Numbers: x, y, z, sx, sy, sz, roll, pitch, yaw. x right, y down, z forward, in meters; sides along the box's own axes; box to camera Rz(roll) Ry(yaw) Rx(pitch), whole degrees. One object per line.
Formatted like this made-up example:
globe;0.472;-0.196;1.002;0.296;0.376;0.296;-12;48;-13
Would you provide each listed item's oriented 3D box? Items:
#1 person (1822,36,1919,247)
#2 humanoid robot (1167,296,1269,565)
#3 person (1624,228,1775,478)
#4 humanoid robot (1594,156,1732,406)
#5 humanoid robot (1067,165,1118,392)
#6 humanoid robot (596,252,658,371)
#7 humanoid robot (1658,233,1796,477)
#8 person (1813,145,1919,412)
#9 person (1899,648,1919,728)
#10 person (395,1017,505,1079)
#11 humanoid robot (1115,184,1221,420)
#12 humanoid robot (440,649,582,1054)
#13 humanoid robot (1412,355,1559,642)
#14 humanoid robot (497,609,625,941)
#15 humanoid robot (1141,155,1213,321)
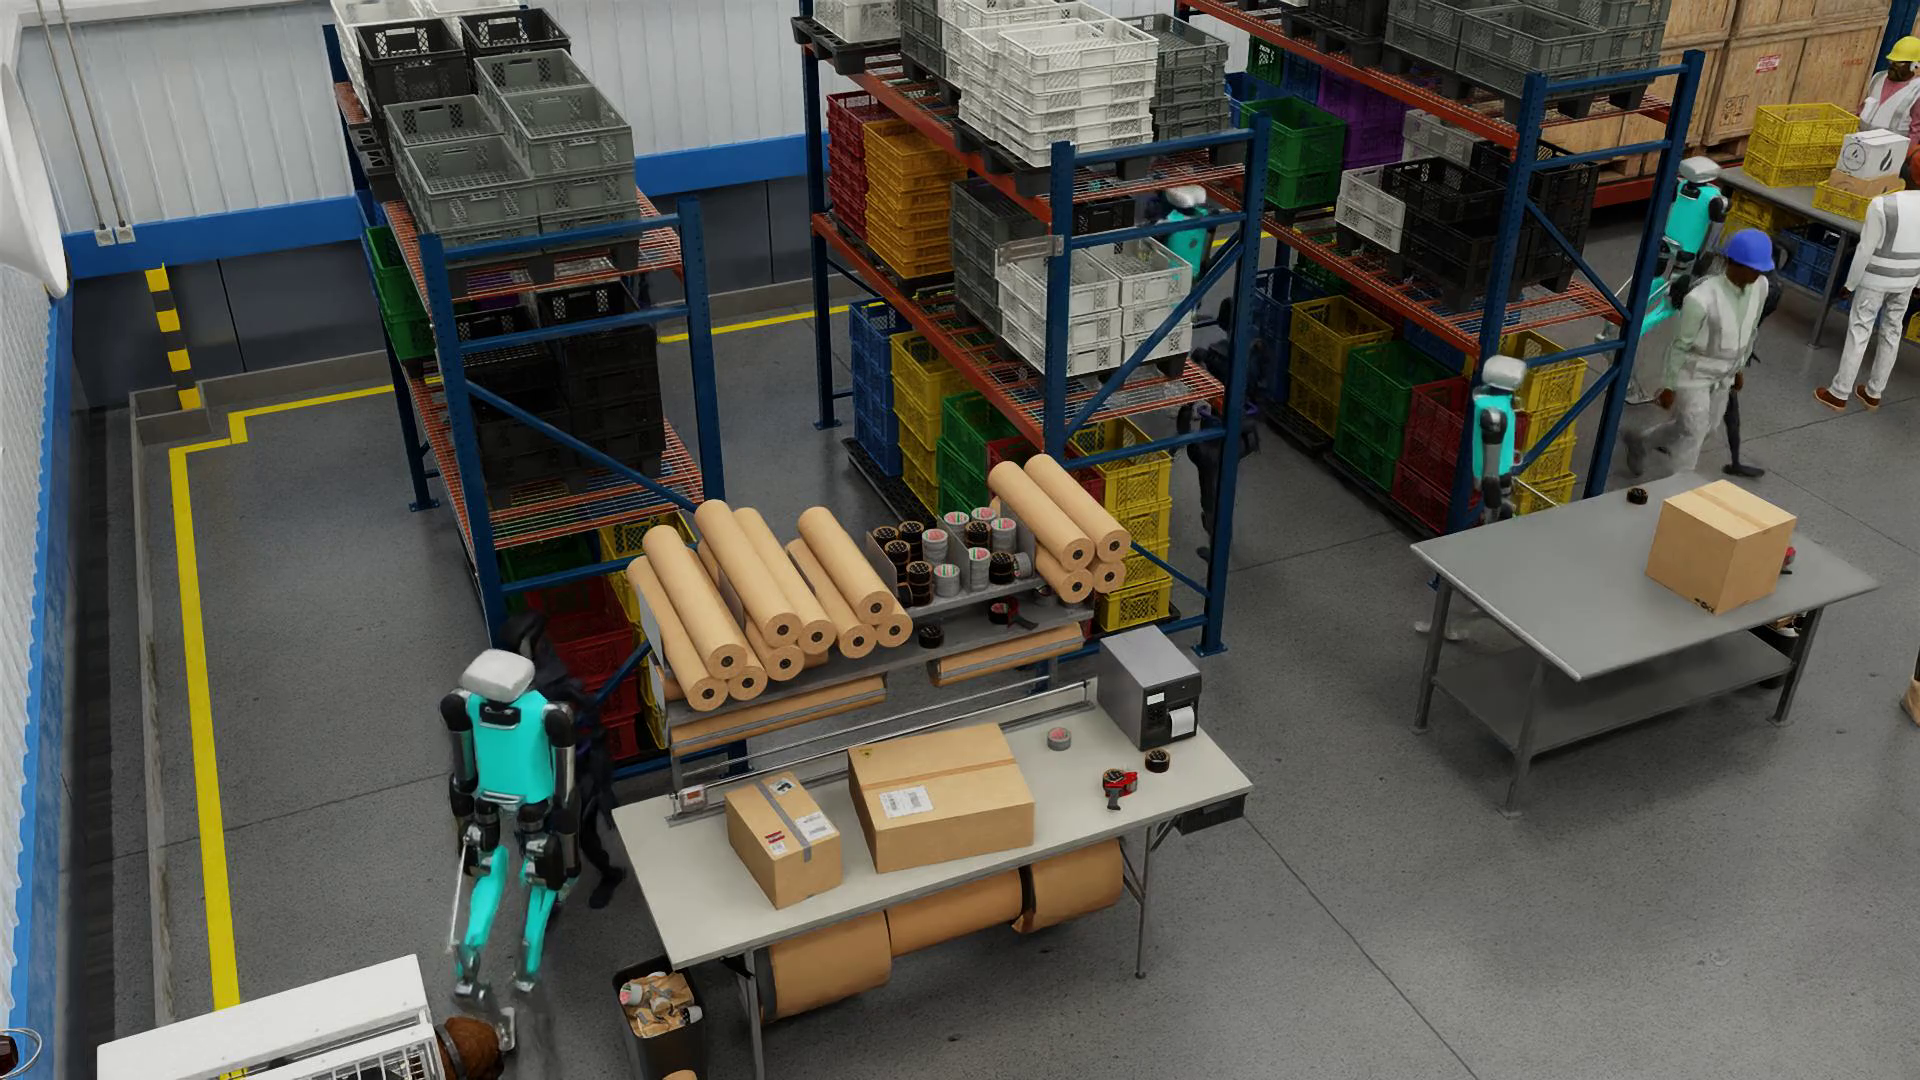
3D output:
person;7.573;-3.228;13.720;0.404;1.833;0.589;-14;34;-21
humanoid robot;1.493;-0.641;9.673;0.592;1.649;0.496;-13;34;-20
person;4.450;-1.046;10.095;0.614;1.921;0.736;-16;35;-24
humanoid robot;4.671;-1.729;11.280;0.737;1.694;0.535;-10;33;-16
humanoid robot;0.845;-1.947;11.746;0.575;1.775;0.888;3;32;5
humanoid robot;-2.209;-1.355;10.819;0.353;1.650;0.591;21;38;31
humanoid robot;4.922;-1.209;10.654;0.812;1.624;0.600;18;36;27
person;6.278;-1.753;11.279;0.574;1.882;0.356;-2;32;-3
person;5.140;0.067;8.186;0.600;2.037;0.390;-6;32;-9
person;-1.394;2.121;5.025;0.429;1.844;0.626;-26;40;-36
humanoid robot;1.305;-1.630;11.230;0.532;1.727;1.040;-20;37;-29
humanoid robot;-1.767;1.349;6.418;0.530;1.827;0.756;7;32;11
humanoid robot;3.025;-0.111;8.795;1.026;1.759;0.539;9;33;14
humanoid robot;-1.714;0.987;7.053;0.612;1.634;0.597;12;34;19
humanoid robot;1.566;-2.376;12.541;0.794;1.625;0.609;-4;32;-6
